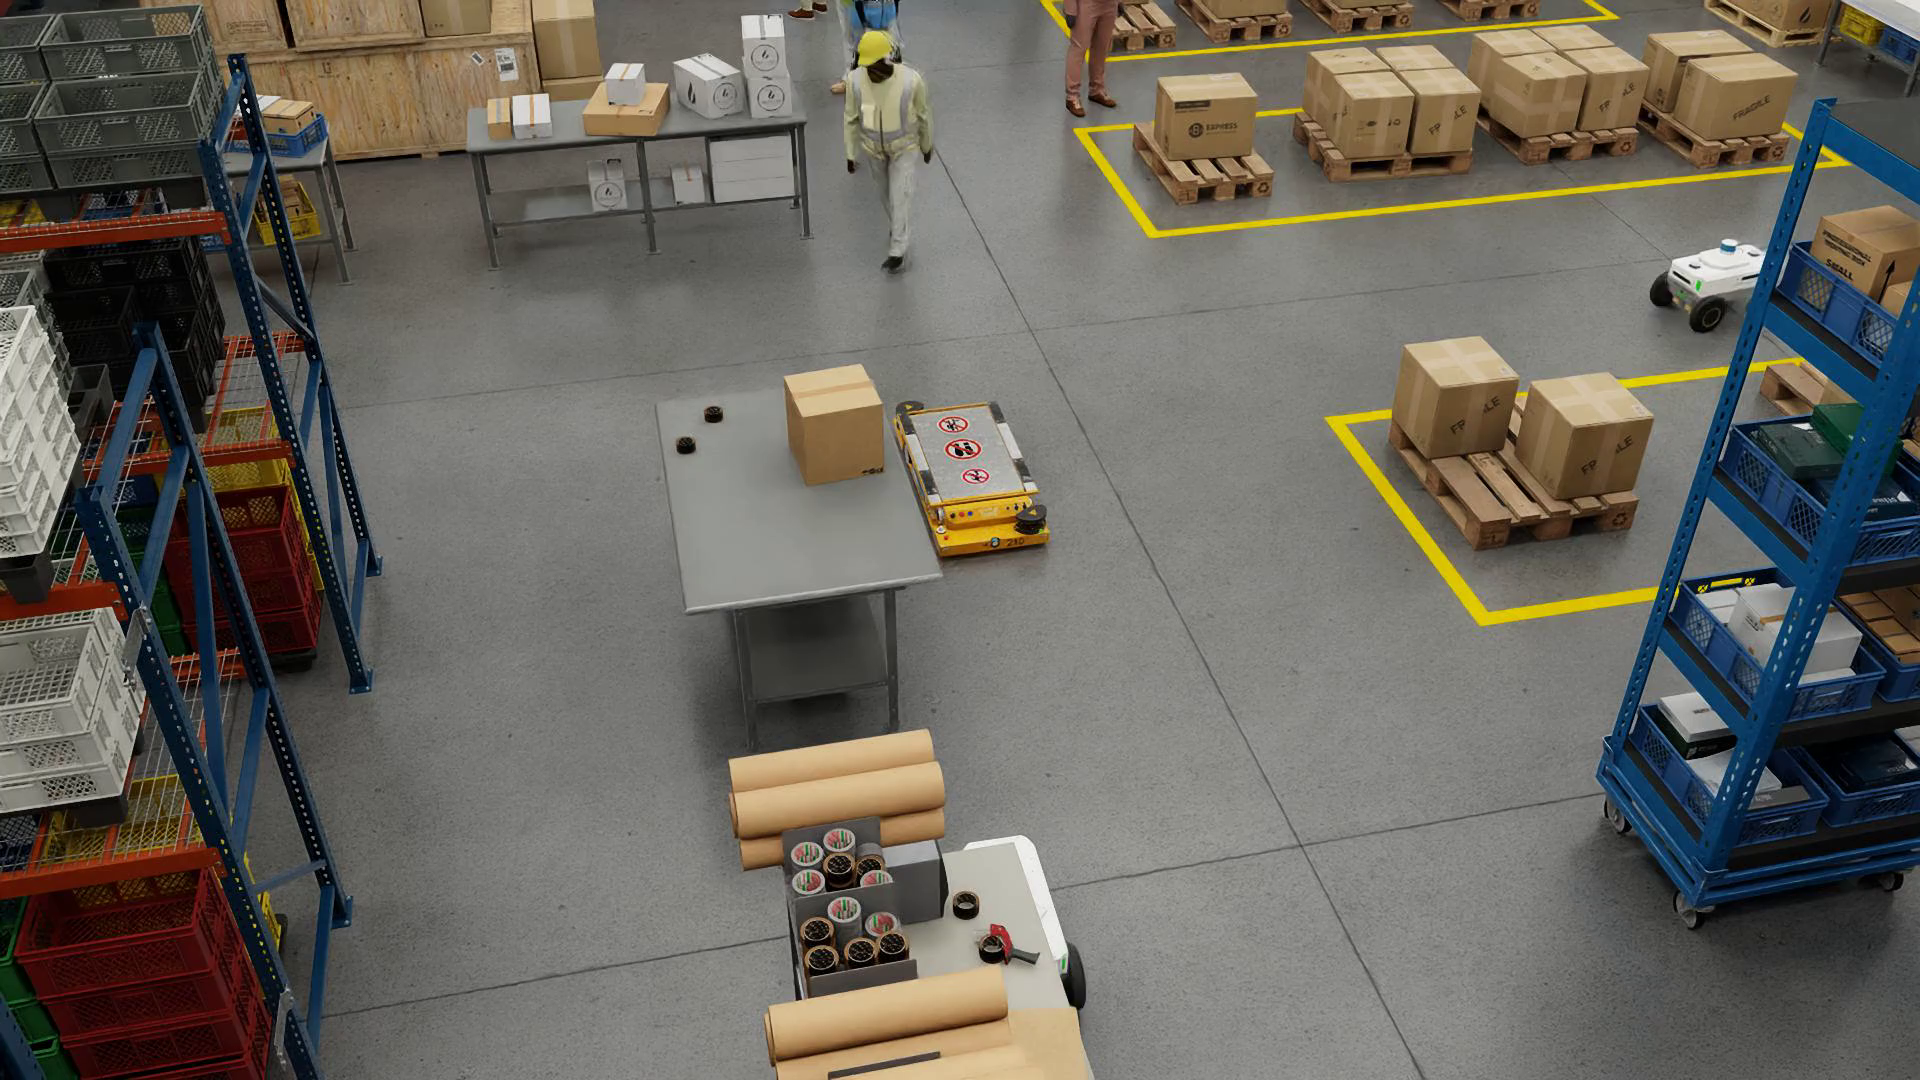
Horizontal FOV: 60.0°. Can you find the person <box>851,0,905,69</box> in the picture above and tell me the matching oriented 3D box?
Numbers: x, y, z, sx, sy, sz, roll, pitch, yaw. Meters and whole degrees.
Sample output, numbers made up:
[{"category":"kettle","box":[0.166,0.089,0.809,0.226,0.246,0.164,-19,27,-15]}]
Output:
[{"category":"person","box":[-0.705,-4.489,14.413,0.526,1.634,0.925,-18,40,-22]}]

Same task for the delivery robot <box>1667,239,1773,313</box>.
[{"category":"delivery robot","box":[5.377,-1.887,11.755,0.707,0.478,0.477,-13,39,-17]}]

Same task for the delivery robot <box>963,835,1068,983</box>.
[{"category":"delivery robot","box":[0.221,1.590,7.081,0.477,0.478,0.707,-7,37,-9]}]

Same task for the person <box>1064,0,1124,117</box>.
[{"category":"person","box":[1.183,-4.659,14.434,0.652,1.904,0.403,-25,43,-29]}]

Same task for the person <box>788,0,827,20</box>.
[{"category":"person","box":[-1.539,-6.101,16.401,0.320,1.871,0.533,24,43,29]}]

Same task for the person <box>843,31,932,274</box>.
[{"category":"person","box":[-0.530,-2.849,12.099,0.616,1.779,0.872,8,37,11]}]

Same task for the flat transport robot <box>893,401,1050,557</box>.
[{"category":"flat transport robot","box":[0.046,-0.430,10.108,0.652,0.197,1.431,-8,37,-10]}]
